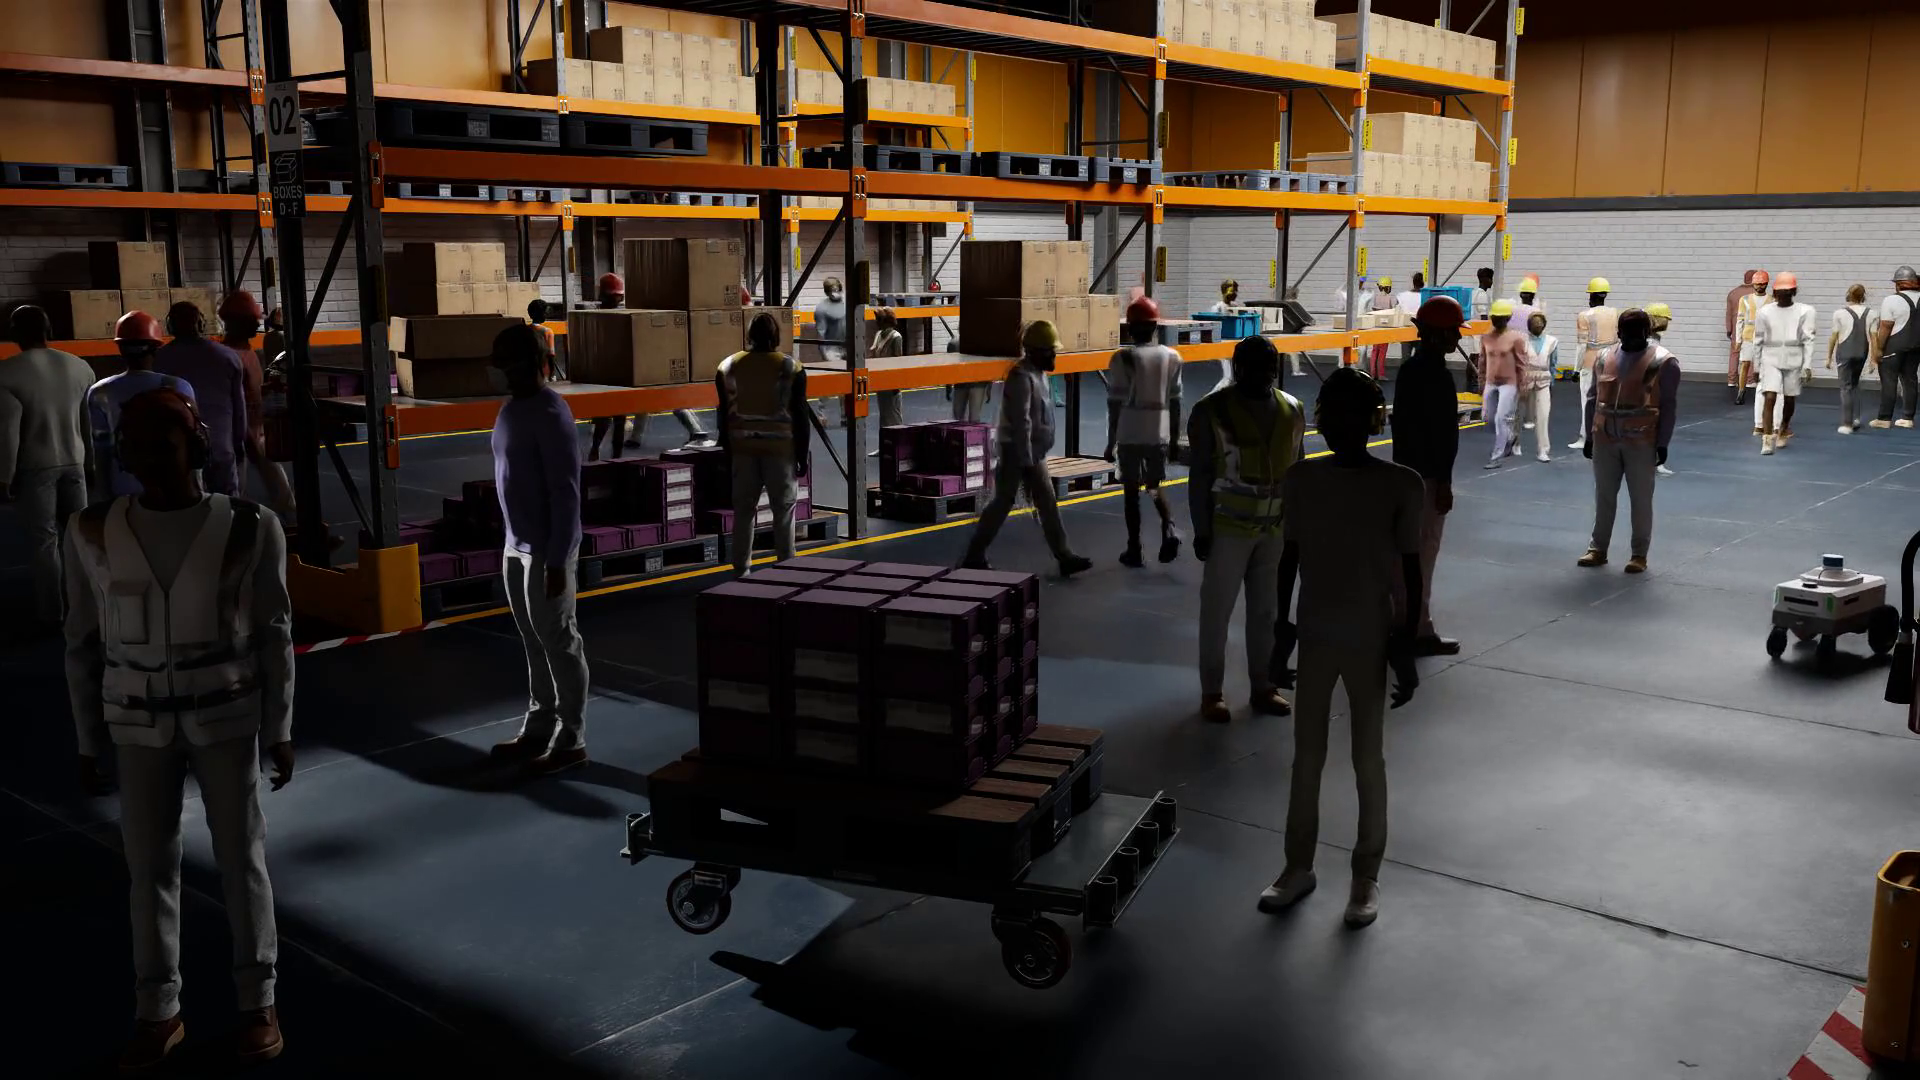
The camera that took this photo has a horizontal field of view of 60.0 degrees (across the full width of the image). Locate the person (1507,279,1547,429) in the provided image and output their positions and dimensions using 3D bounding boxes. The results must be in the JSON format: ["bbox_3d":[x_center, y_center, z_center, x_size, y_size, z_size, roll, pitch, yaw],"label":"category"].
[{"bbox_3d":[6.913,-2.277,20.522,0.587,1.891,0.966,6,12,32],"label":"person"}]

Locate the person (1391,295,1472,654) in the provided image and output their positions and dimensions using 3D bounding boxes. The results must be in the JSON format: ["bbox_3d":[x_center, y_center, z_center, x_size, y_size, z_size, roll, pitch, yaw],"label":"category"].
[{"bbox_3d":[2.628,-0.369,9.338,0.397,1.992,0.623,-1,10,-7],"label":"person"}]

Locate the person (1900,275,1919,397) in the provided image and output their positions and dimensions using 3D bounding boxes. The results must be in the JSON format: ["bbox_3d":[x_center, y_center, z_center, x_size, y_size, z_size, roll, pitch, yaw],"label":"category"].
[{"bbox_3d":[14.361,-3.072,25.142,0.526,1.855,0.516,-8,13,-39],"label":"person"}]

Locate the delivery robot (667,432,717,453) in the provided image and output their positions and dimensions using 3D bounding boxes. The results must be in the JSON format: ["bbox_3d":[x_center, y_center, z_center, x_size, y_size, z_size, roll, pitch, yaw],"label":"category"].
[{"bbox_3d":[-2.373,-0.753,15.353,0.477,0.478,0.707,6,12,32],"label":"delivery robot"}]

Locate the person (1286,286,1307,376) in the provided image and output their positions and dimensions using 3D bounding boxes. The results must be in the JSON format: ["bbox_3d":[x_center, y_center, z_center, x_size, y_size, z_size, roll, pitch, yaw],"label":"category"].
[{"bbox_3d":[5.691,-3.677,29.308,0.818,1.595,0.533,-2,10,-11],"label":"person"}]

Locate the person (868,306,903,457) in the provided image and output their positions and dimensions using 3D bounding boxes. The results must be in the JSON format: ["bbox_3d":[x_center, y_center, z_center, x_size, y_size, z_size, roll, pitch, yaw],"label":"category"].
[{"bbox_3d":[-0.779,-1.682,17.830,0.312,1.639,0.512,-6,12,-31],"label":"person"}]

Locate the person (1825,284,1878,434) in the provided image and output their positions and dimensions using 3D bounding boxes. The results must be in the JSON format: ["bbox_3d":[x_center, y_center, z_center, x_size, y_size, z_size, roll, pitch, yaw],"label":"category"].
[{"bbox_3d":[10.865,-2.206,20.300,0.496,1.820,0.508,1,10,3],"label":"person"}]

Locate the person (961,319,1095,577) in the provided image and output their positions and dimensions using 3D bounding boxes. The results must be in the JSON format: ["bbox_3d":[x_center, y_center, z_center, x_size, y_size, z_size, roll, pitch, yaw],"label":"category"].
[{"bbox_3d":[0.448,-0.607,11.308,0.952,1.772,0.624,4,11,20],"label":"person"}]

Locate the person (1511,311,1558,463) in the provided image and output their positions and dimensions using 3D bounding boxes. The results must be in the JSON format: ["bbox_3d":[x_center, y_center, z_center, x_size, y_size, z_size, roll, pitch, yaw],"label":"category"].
[{"bbox_3d":[6.128,-1.657,17.834,0.524,1.593,0.870,1,10,5],"label":"person"}]

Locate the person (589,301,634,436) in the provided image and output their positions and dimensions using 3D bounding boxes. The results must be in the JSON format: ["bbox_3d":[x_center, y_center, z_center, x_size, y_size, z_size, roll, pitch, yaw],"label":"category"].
[{"bbox_3d":[-4.218,-2.087,20.092,0.544,1.652,0.864,8,13,38],"label":"person"}]

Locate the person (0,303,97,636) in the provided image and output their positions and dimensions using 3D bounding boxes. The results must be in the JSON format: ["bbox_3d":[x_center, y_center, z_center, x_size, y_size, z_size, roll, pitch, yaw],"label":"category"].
[{"bbox_3d":[-5.325,-0.407,9.718,0.351,1.936,0.634,5,11,27],"label":"person"}]

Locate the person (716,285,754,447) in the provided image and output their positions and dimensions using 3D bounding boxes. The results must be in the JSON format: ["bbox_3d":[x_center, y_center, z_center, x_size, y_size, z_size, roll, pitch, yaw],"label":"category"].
[{"bbox_3d":[-2.008,-1.335,15.024,0.374,1.935,0.553,4,11,24],"label":"person"}]

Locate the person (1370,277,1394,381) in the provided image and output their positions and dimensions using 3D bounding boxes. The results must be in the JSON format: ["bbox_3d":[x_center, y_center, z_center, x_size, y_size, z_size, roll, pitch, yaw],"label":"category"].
[{"bbox_3d":[7.182,-3.574,28.244,0.311,1.768,0.522,-3,10,-16],"label":"person"}]

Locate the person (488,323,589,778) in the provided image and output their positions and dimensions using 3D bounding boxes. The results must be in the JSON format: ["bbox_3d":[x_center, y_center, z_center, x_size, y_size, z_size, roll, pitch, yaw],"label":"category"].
[{"bbox_3d":[-1.813,0.045,7.139,0.376,1.940,0.629,-7,12,-33],"label":"person"}]

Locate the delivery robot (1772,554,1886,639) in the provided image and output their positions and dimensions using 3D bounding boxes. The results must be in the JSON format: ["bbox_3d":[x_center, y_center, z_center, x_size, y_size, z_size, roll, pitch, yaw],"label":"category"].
[{"bbox_3d":[4.824,0.324,9.225,0.707,0.478,0.477,-8,13,-38],"label":"delivery robot"}]

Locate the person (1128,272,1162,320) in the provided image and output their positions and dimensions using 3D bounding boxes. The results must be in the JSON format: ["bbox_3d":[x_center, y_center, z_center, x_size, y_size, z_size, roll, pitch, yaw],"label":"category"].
[{"bbox_3d":[3.178,-3.727,28.762,0.644,1.887,0.764,6,12,30],"label":"person"}]

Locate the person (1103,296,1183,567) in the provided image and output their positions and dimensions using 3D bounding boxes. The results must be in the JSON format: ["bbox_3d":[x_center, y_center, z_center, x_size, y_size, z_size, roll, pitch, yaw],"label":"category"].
[{"bbox_3d":[1.300,-0.739,11.651,0.551,1.920,0.542,-3,10,-18],"label":"person"}]

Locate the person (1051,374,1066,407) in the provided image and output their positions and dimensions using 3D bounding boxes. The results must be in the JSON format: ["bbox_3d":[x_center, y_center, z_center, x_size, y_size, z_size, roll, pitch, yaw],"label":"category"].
[{"bbox_3d":[1.169,-2.735,23.518,0.746,1.741,0.517,1,10,6],"label":"person"}]

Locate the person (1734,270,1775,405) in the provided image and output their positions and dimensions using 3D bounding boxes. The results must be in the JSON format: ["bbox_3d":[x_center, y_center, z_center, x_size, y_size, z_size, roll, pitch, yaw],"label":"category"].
[{"bbox_3d":[11.426,-2.890,23.853,0.552,1.935,0.360,5,11,26],"label":"person"}]

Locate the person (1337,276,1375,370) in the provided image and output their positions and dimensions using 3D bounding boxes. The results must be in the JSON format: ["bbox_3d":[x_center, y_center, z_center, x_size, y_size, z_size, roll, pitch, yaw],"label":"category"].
[{"bbox_3d":[6.428,-3.438,27.057,0.661,1.906,0.749,2,10,12],"label":"person"}]

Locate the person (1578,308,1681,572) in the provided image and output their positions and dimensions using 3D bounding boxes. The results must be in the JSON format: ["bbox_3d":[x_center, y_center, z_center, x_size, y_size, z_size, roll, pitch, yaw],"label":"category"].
[{"bbox_3d":[4.667,-0.700,11.665,0.632,1.841,0.429,10,14,43],"label":"person"}]

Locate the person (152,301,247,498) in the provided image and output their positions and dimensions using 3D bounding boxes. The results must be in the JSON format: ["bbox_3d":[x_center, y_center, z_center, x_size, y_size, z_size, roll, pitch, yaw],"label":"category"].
[{"bbox_3d":[-5.127,-0.644,11.175,0.639,1.902,0.406,-9,13,-42],"label":"person"}]

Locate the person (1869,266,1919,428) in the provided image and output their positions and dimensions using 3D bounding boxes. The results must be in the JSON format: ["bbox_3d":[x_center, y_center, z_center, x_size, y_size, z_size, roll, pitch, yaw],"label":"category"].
[{"bbox_3d":[11.813,-2.433,20.959,0.689,2.000,0.538,-2,10,-10],"label":"person"}]

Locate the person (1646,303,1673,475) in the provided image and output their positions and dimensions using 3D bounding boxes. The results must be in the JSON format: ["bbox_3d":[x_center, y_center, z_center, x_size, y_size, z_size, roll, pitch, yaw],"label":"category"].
[{"bbox_3d":[6.932,-1.495,16.568,0.648,1.710,0.485,5,11,25],"label":"person"}]

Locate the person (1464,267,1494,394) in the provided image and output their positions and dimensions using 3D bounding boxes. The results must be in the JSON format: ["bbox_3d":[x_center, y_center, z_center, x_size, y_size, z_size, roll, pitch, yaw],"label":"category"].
[{"bbox_3d":[7.969,-3.190,25.483,0.362,1.963,0.614,0,10,0],"label":"person"}]

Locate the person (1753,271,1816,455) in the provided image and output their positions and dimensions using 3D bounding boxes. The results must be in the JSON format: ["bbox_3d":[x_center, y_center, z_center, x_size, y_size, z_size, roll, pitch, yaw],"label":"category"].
[{"bbox_3d":[9.098,-1.965,18.402,0.608,2.013,0.907,5,11,25],"label":"person"}]

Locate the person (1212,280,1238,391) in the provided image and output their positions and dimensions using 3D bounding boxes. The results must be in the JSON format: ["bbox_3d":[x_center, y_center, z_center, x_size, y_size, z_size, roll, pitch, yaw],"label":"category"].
[{"bbox_3d":[3.513,-2.545,22.166,0.610,1.843,0.595,8,13,38],"label":"person"}]

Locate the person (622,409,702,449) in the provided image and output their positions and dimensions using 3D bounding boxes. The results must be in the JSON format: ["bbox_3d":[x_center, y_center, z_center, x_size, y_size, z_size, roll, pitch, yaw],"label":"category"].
[{"bbox_3d":[-3.330,-1.887,18.635,0.984,1.777,0.607,-3,10,-14],"label":"person"}]

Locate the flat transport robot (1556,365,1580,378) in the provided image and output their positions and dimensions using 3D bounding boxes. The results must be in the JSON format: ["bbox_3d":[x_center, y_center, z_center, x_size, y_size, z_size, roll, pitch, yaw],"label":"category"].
[{"bbox_3d":[10.730,-2.927,28.809,1.431,0.197,0.652,0,10,-1],"label":"flat transport robot"}]

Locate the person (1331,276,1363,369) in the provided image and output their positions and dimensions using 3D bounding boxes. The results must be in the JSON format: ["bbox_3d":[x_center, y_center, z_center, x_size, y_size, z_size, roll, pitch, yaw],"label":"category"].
[{"bbox_3d":[6.862,-3.790,29.236,0.667,1.847,1.039,3,10,17],"label":"person"}]

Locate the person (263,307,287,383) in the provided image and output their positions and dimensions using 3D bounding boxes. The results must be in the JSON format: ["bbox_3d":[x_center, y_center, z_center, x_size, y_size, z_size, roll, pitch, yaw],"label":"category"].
[{"bbox_3d":[-7.286,-1.688,17.903,0.497,1.629,0.277,7,12,33],"label":"person"}]

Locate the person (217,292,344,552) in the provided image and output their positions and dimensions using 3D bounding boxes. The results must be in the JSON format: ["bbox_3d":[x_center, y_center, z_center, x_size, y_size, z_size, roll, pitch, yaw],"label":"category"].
[{"bbox_3d":[-4.894,-0.749,11.666,0.936,1.946,0.647,0,10,-2],"label":"person"}]

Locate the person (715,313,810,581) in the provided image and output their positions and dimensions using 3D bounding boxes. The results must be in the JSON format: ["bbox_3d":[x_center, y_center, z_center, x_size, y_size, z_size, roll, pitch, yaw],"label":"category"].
[{"bbox_3d":[-1.291,-0.580,11.018,0.621,1.835,0.430,2,10,9],"label":"person"}]

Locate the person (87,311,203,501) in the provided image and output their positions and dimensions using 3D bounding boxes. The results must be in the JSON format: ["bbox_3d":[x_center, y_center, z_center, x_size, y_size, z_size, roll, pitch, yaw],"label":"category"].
[{"bbox_3d":[-4.329,-0.256,8.912,0.545,1.926,0.380,-1,10,-5],"label":"person"}]

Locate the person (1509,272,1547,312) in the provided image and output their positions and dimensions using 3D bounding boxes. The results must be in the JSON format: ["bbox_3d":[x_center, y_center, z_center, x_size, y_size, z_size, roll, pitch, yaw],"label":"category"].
[{"bbox_3d":[7.998,-2.830,23.571,0.565,1.918,0.631,2,10,10],"label":"person"}]

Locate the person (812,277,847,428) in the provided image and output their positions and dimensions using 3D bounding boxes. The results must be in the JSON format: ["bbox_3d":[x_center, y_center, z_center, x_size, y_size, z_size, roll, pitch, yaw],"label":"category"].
[{"bbox_3d":[-1.513,-2.327,20.788,0.705,1.900,0.371,-8,13,-40],"label":"person"}]

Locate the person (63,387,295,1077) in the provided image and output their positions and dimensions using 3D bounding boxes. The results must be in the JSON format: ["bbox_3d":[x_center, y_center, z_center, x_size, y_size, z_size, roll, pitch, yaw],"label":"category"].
[{"bbox_3d":[-2.125,0.526,4.566,0.574,1.883,0.356,-3,10,-15],"label":"person"}]

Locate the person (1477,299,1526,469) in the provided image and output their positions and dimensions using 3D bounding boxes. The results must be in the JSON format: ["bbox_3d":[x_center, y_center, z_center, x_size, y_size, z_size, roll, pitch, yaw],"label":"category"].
[{"bbox_3d":[5.608,-1.613,17.131,0.608,1.744,0.537,-8,13,-38],"label":"person"}]

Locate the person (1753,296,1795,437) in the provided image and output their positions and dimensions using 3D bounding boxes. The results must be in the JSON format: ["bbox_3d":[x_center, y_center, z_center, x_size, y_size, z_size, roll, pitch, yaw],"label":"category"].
[{"bbox_3d":[9.798,-2.179,19.955,0.356,1.885,0.573,-5,11,-28],"label":"person"}]

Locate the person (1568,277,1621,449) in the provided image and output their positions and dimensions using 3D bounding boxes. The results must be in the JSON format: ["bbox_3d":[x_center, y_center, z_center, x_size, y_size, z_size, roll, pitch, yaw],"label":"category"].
[{"bbox_3d":[7.115,-1.970,18.649,0.587,1.927,0.369,-4,11,-23],"label":"person"}]

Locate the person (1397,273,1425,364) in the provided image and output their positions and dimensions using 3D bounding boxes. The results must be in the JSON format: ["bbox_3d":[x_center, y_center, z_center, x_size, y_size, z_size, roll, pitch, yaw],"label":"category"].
[{"bbox_3d":[7.124,-3.240,26.082,0.602,1.859,1.030,3,10,18],"label":"person"}]

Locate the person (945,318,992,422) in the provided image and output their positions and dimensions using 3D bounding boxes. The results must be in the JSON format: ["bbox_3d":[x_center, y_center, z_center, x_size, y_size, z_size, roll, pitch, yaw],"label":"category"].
[{"bbox_3d":[0.105,-1.562,17.205,0.519,1.617,0.632,3,11,19],"label":"person"}]

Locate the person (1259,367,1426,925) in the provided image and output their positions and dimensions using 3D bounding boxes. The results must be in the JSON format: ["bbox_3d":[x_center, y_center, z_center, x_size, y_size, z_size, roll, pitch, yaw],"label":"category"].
[{"bbox_3d":[1.287,0.354,5.582,0.516,1.871,0.325,6,12,31],"label":"person"}]

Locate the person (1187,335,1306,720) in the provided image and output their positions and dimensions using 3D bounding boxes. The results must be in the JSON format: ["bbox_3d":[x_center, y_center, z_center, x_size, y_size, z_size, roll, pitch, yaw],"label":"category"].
[{"bbox_3d":[1.399,-0.060,8.016,0.622,1.844,0.429,-3,10,-18],"label":"person"}]

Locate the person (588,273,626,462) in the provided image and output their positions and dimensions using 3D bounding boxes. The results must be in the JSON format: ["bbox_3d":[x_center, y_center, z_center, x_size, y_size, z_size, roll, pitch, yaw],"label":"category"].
[{"bbox_3d":[-3.350,-1.559,16.050,0.605,2.021,0.484,-6,12,-32],"label":"person"}]

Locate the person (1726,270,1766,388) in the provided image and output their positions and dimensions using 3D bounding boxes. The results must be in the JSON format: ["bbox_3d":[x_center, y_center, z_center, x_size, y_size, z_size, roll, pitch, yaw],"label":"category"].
[{"bbox_3d":[12.716,-3.403,26.863,0.405,1.906,0.653,-8,13,-39],"label":"person"}]

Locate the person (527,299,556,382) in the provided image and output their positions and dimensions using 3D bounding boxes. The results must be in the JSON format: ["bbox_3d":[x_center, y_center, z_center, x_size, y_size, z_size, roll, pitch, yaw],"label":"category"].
[{"bbox_3d":[-4.730,-1.851,18.659,0.533,1.687,0.320,7,12,34],"label":"person"}]
